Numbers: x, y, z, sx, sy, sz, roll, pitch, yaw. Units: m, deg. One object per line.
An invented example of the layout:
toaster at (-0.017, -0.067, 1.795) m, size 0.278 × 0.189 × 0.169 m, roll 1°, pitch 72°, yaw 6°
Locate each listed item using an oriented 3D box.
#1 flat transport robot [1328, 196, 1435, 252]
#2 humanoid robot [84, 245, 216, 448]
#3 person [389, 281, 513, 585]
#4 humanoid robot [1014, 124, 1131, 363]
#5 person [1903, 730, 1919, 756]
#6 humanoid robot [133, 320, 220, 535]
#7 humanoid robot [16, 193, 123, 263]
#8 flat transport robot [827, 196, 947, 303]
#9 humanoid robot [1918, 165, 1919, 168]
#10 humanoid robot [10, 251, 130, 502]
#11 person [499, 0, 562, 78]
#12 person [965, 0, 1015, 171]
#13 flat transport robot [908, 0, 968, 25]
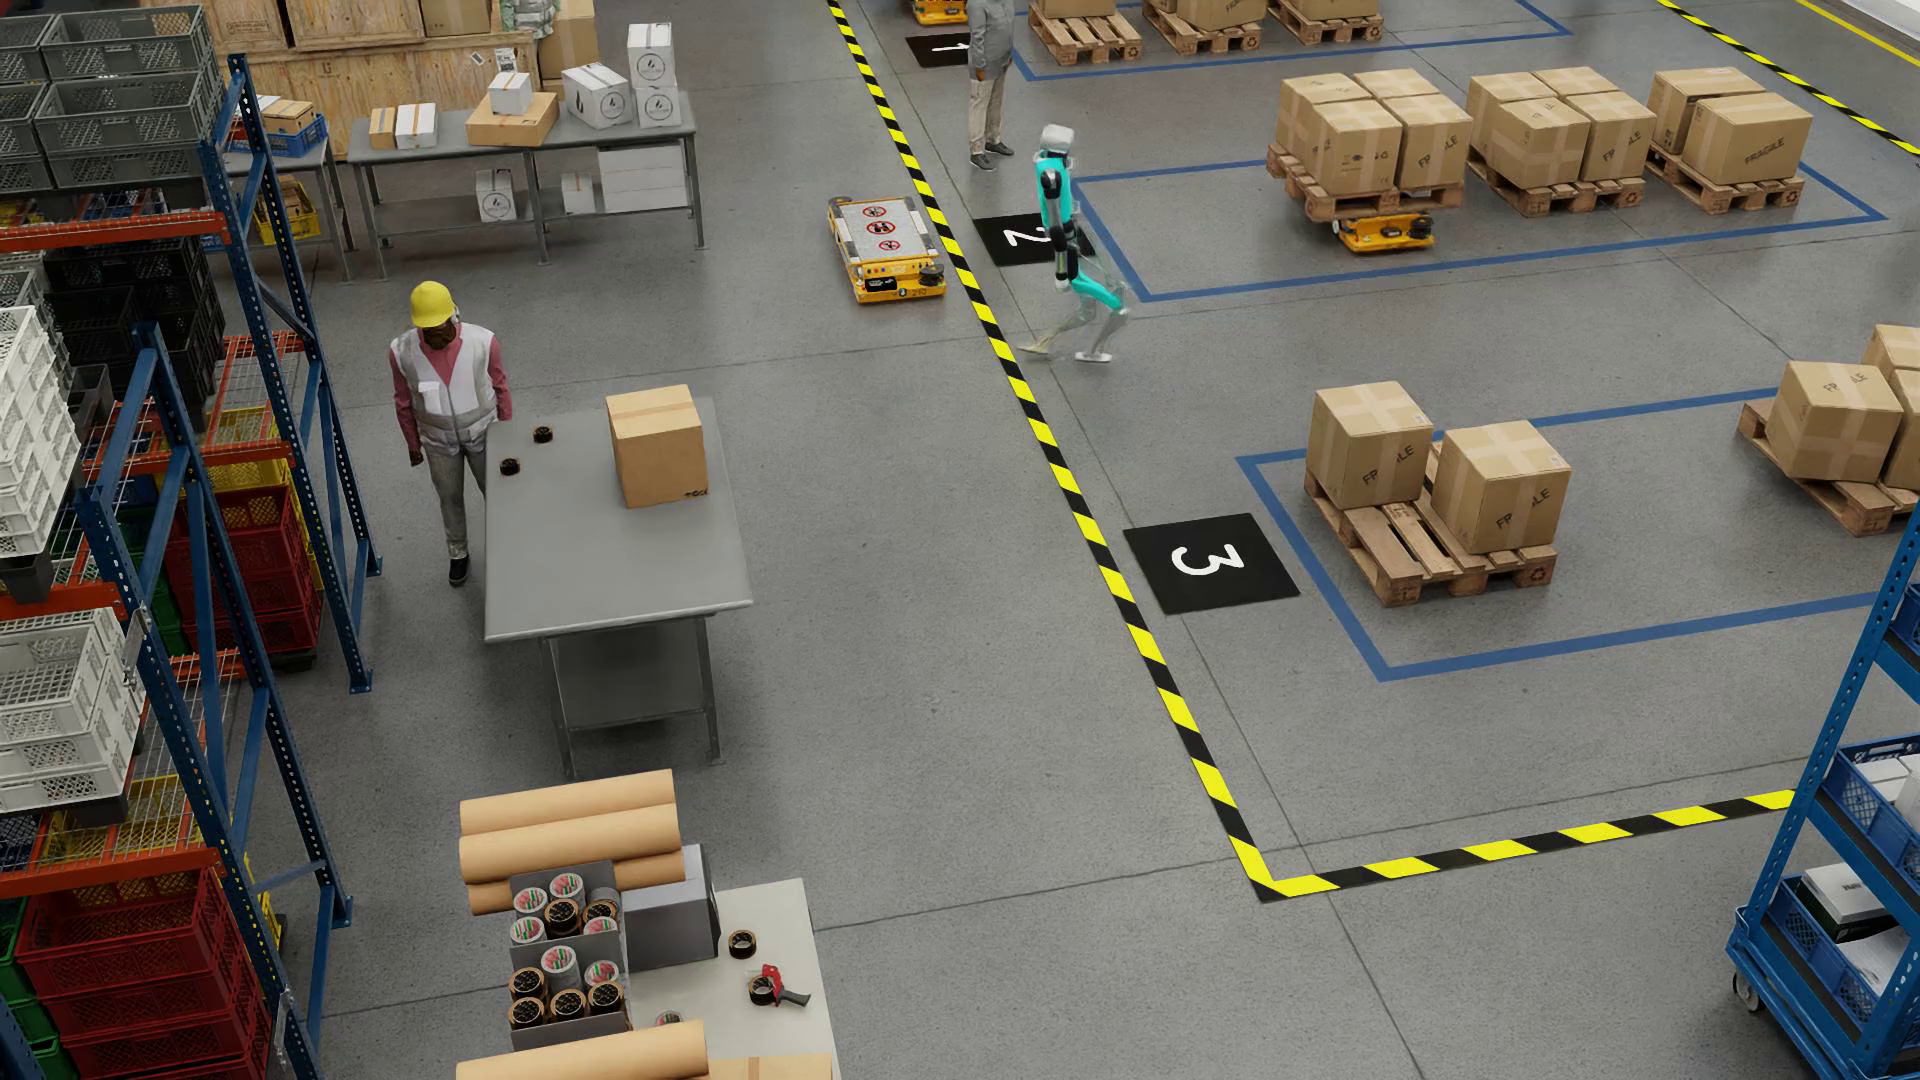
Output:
flat transport robot at (3.149, -2.702, 13.162) m, size 0.652 × 0.197 × 1.431 m, roll -8°, pitch 37°, yaw -10°
humanoid robot at (-4.679, -1.057, 9.776) m, size 0.795 × 1.806 × 0.530 m, roll -13°, pitch 39°, yaw -17°
person at (-2.714, -0.578, 9.019) m, size 0.598 × 1.831 × 0.404 m, roll -9°, pitch 38°, yaw -12°
humanoid robot at (0.809, -1.845, 10.795) m, size 0.886 × 1.750 × 0.560 m, roll 1°, pitch 37°, yaw 2°
person at (4.439, 0.739, 7.237) m, size 0.396 × 1.850 × 0.587 m, roll -5°, pitch 37°, yaw -6°
humanoid robot at (-4.537, -0.759, 9.419) m, size 0.713 × 1.619 × 0.612 m, roll -8°, pitch 37°, yaw -11°
humanoid robot at (-5.609, -1.671, 10.663) m, size 0.604 × 1.661 × 0.693 m, roll -14°, pitch 39°, yaw -18°
flat transport robot at (-0.570, -2.220, 12.538) m, size 0.659 × 0.231 × 1.431 m, roll -8°, pitch 37°, yaw -10°
humanoid robot at (8.120, -3.626, 13.254) m, size 0.601 × 1.636 × 0.549 m, roll -14°, pitch 39°, yaw -19°
humanoid robot at (-5.107, -1.020, 9.581) m, size 0.533 × 1.677 × 0.735 m, roll 10°, pitch 38°, yaw 13°
person at (-3.550, -4.269, 13.895) m, size 0.412 × 1.939 × 0.602 m, roll 24°, pitch 43°, yaw 29°
person at (0.235, -3.937, 13.587) m, size 0.400 × 1.769 × 0.563 m, roll 19°, pitch 41°, yaw 23°
flat transport robot at (-0.227, -5.654, 17.129) m, size 0.652 × 0.197 × 1.431 m, roll -8°, pitch 37°, yaw -10°
